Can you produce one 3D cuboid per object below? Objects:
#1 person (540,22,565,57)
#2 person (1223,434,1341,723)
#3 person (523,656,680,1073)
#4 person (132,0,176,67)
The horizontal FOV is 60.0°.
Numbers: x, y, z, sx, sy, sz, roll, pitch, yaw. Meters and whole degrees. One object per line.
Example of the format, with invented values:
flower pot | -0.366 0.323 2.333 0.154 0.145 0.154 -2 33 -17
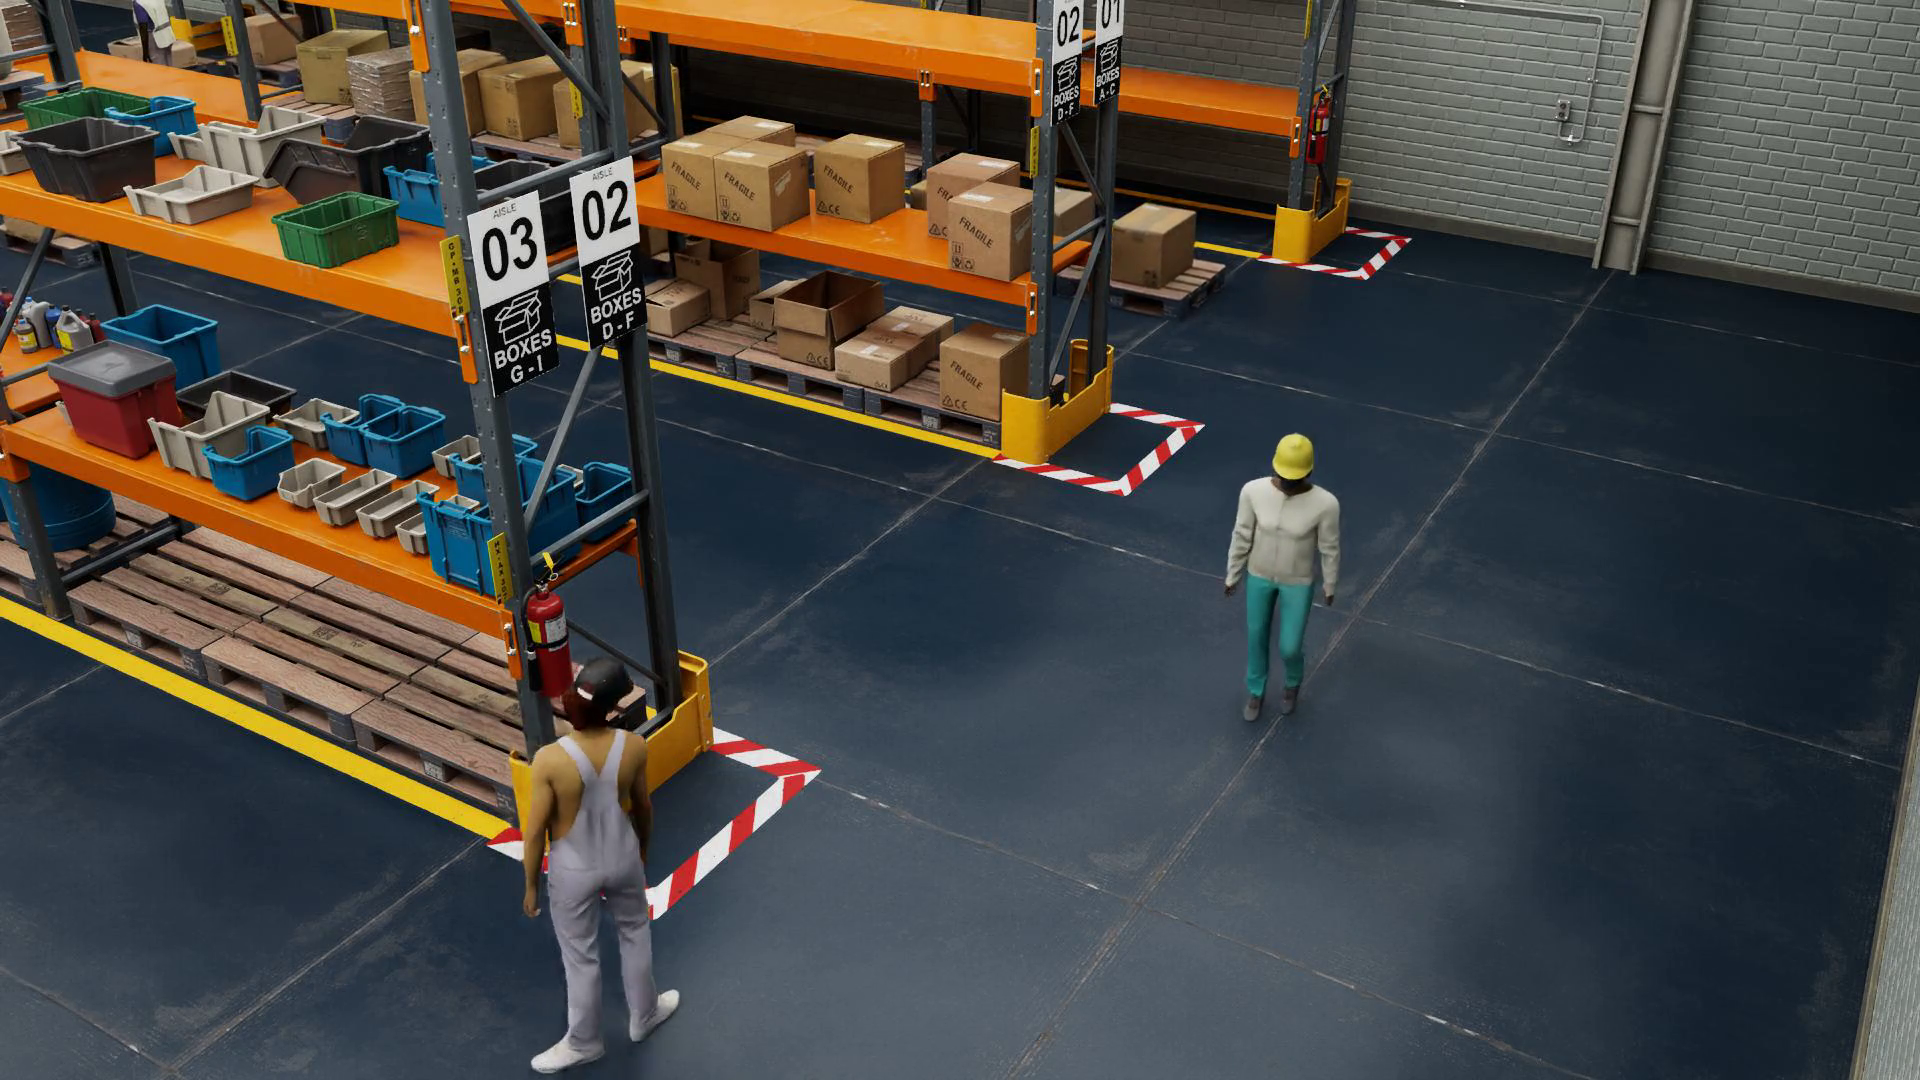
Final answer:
person | -4.151 -4.505 17.252 0.320 1.692 0.531 -9 30 -16
person | 1.679 0.218 8.723 0.559 1.748 0.388 13 32 22
person | -1.535 1.319 6.680 0.696 1.819 0.370 -16 33 -27
person | -9.300 -5.713 19.280 0.390 1.835 0.558 1 29 2
